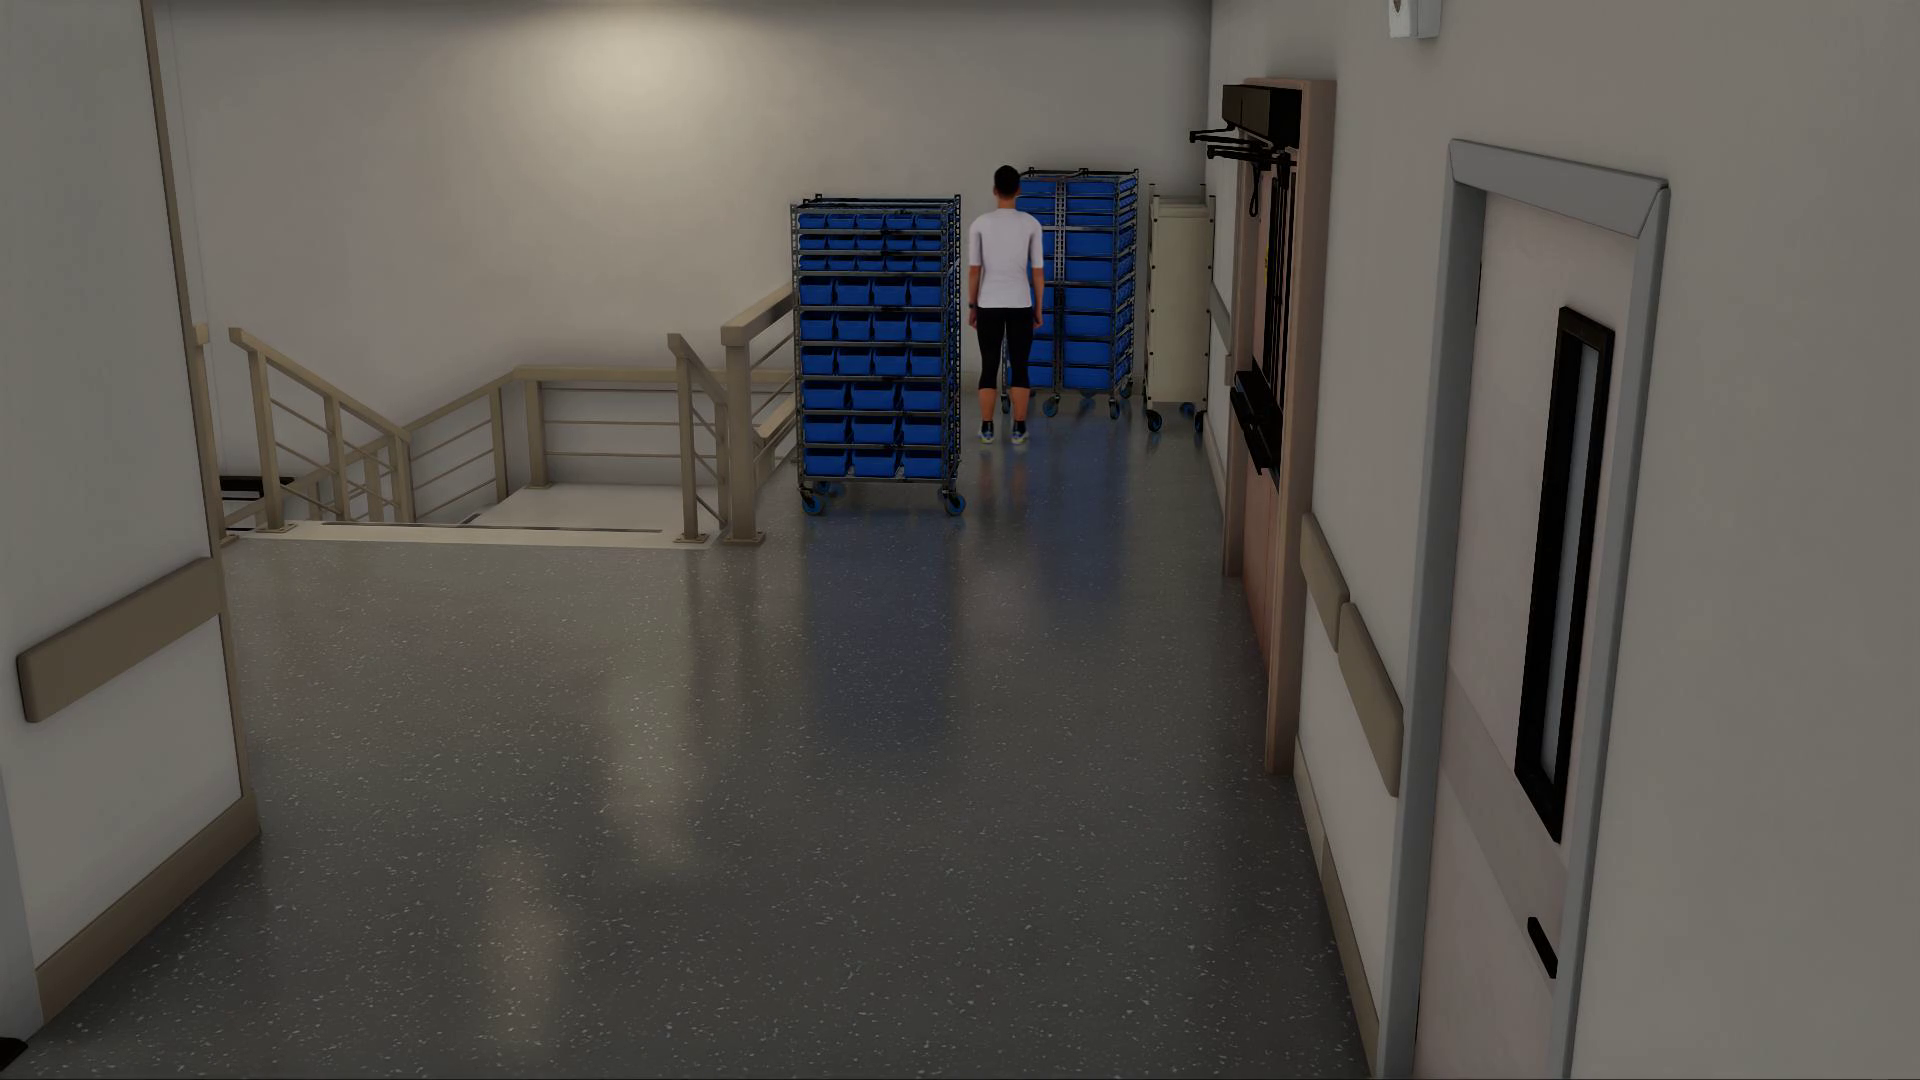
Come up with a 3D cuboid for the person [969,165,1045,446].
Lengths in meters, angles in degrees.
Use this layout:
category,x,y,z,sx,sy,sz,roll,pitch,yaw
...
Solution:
category,x,y,z,sx,sy,sz,roll,pitch,yaw
person,0.305,-1.568,11.146,0.659,1.848,0.543,1,16,2
